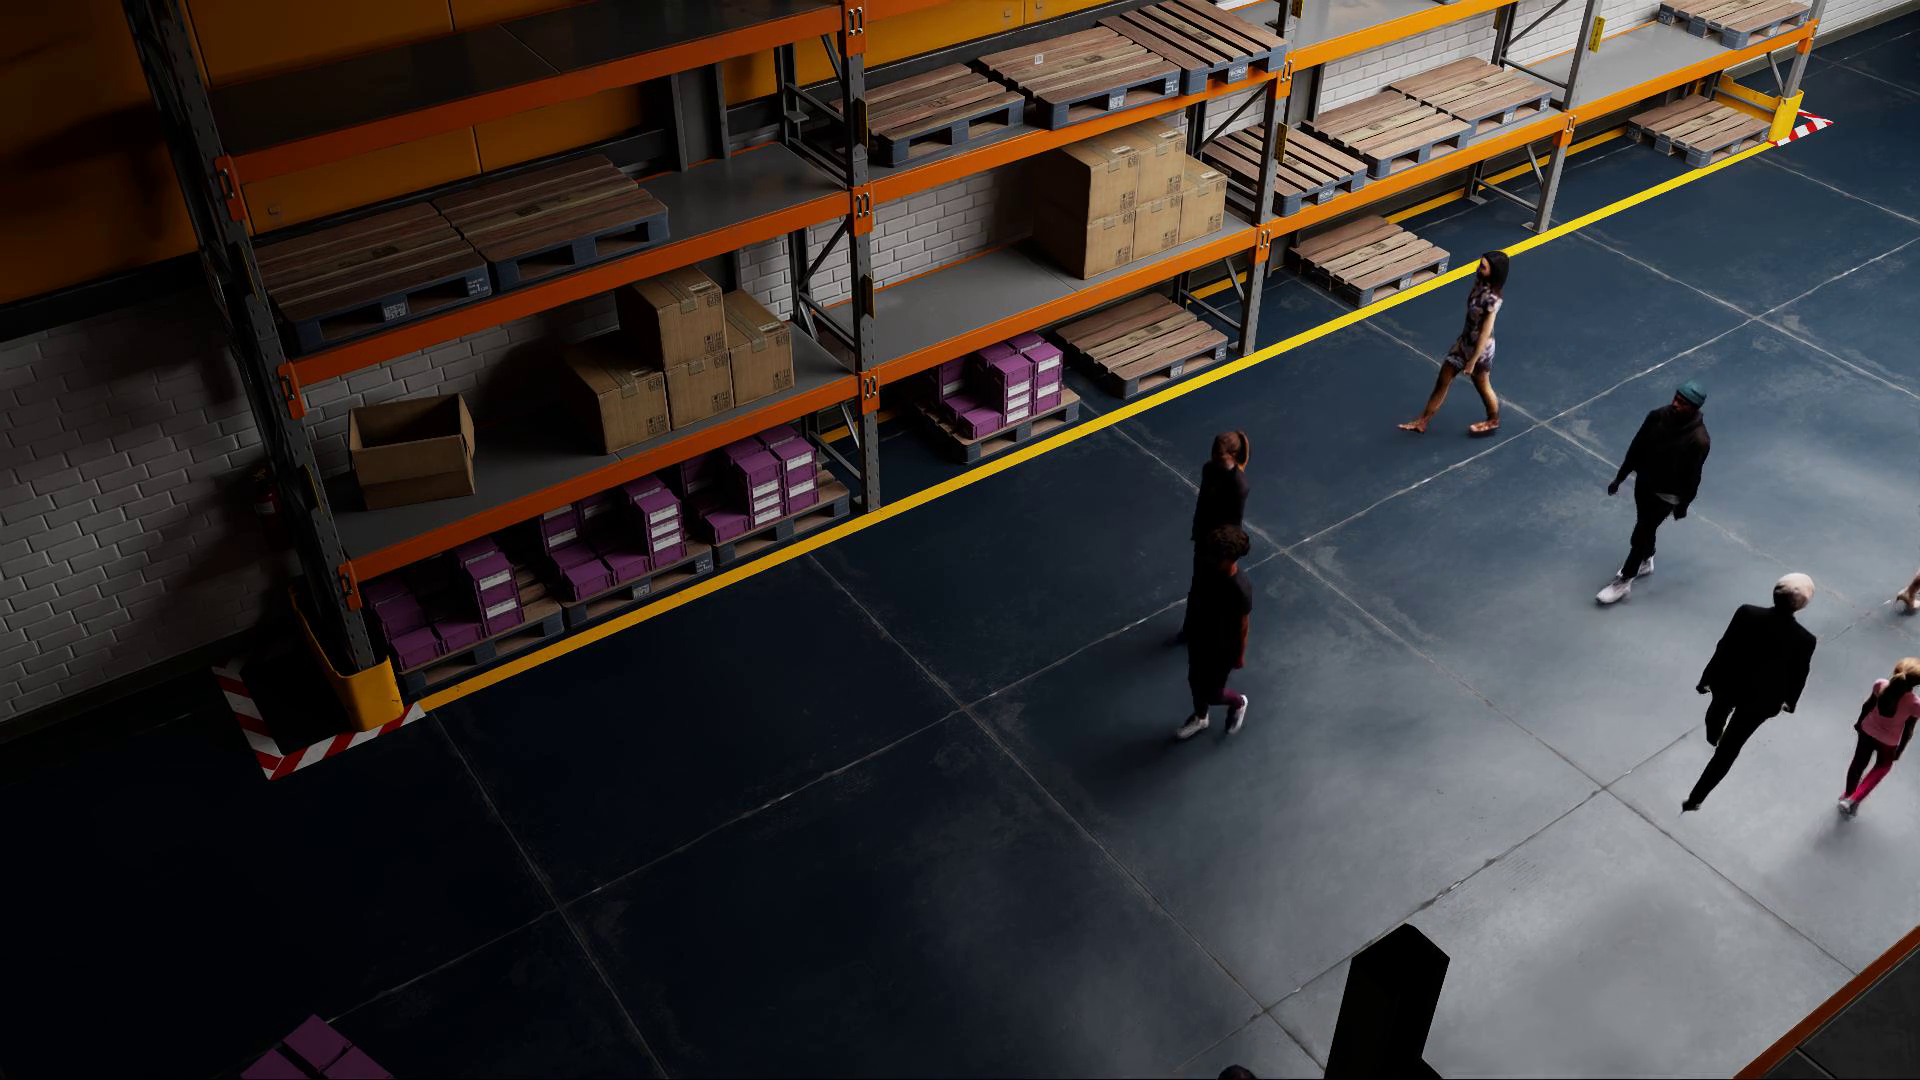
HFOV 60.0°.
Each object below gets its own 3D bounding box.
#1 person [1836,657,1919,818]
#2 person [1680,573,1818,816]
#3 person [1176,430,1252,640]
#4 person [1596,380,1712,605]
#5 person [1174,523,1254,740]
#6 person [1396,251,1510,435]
[{"bbox_3d":[5.686,1.234,10.318,0.642,1.260,0.510,-27,46,-30],"label":"person"},{"bbox_3d":[4.472,0.903,9.628,1.117,1.735,0.825,-32,48,-33],"label":"person"},{"bbox_3d":[1.844,-0.026,11.527,0.786,1.720,0.568,-24,45,-27],"label":"person"},{"bbox_3d":[5.085,-0.395,11.932,0.970,1.791,0.785,-14,41,-17],"label":"person"},{"bbox_3d":[1.698,0.580,10.725,0.687,1.774,0.606,-24,44,-27],"label":"person"},{"bbox_3d":[4.239,-1.530,13.440,1.203,1.684,0.965,-5,39,-6],"label":"person"}]
